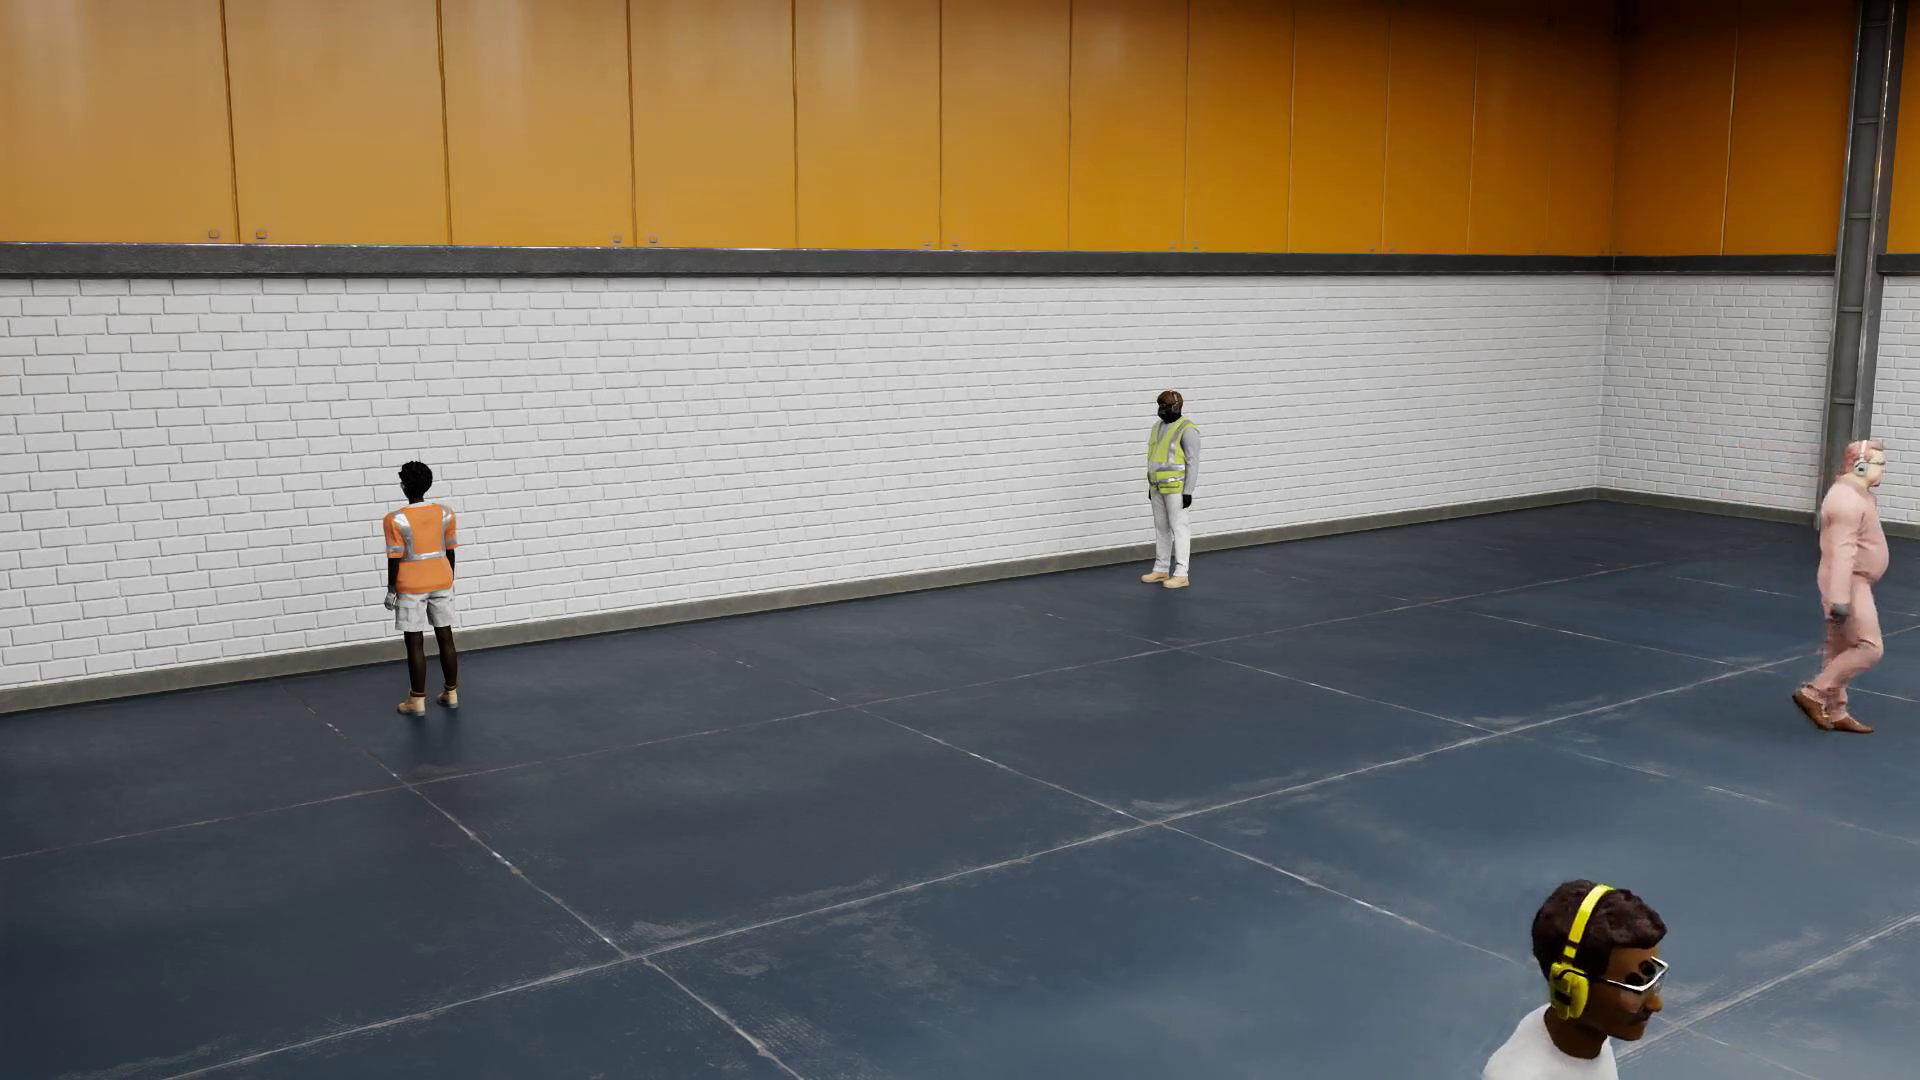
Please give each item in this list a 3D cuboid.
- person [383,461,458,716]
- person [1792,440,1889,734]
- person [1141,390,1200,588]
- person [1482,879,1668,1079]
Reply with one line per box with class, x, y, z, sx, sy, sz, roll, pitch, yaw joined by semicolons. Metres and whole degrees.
person;-3.583;0.319;11.074;0.320;1.698;0.531;8;12;41
person;5.649;0.308;10.523;0.425;1.891;0.671;4;10;25
person;1.955;-0.478;15.548;0.429;1.842;0.636;-5;11;-30
person;1.216;1.537;3.119;0.885;1.830;0.568;8;12;39
